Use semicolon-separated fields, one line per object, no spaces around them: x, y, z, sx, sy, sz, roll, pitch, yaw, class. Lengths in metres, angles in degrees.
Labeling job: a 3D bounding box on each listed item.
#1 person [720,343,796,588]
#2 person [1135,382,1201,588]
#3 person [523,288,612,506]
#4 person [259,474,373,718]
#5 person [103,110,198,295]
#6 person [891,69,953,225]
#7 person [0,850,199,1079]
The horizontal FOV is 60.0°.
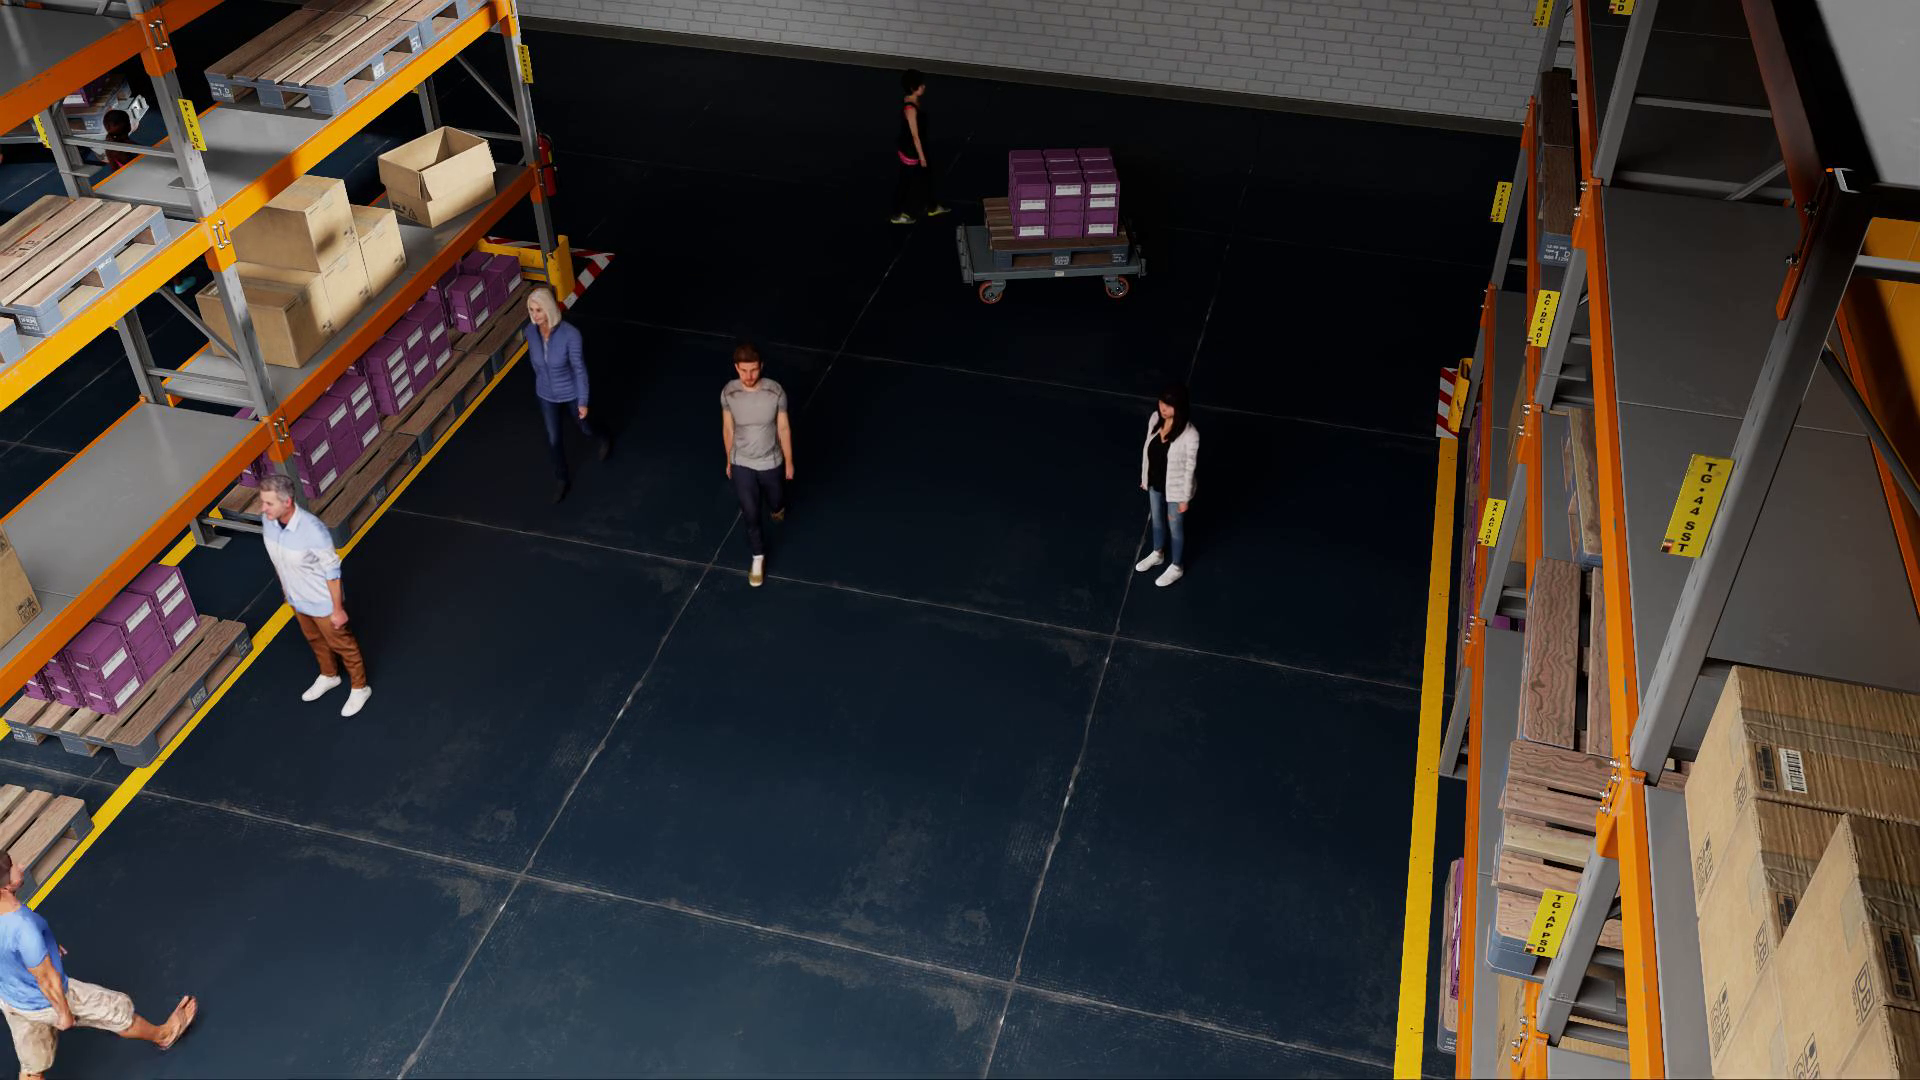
-1.412;-0.612;11.641;0.827;1.871;1.123;0;39;-1;person
1.468;-0.407;11.572;0.715;1.636;0.697;-31;48;-33;person
-2.926;-1.157;12.445;0.675;1.719;1.059;7;39;9;person
-4.086;0.318;10.511;0.731;1.827;0.658;18;42;21;person
-7.248;-2.995;14.744;0.580;1.722;0.563;6;39;7;person
-0.533;-3.719;15.805;0.766;1.530;0.840;-1;39;-1;person
-4.541;2.265;8.081;0.760;1.817;1.225;15;41;18;person
